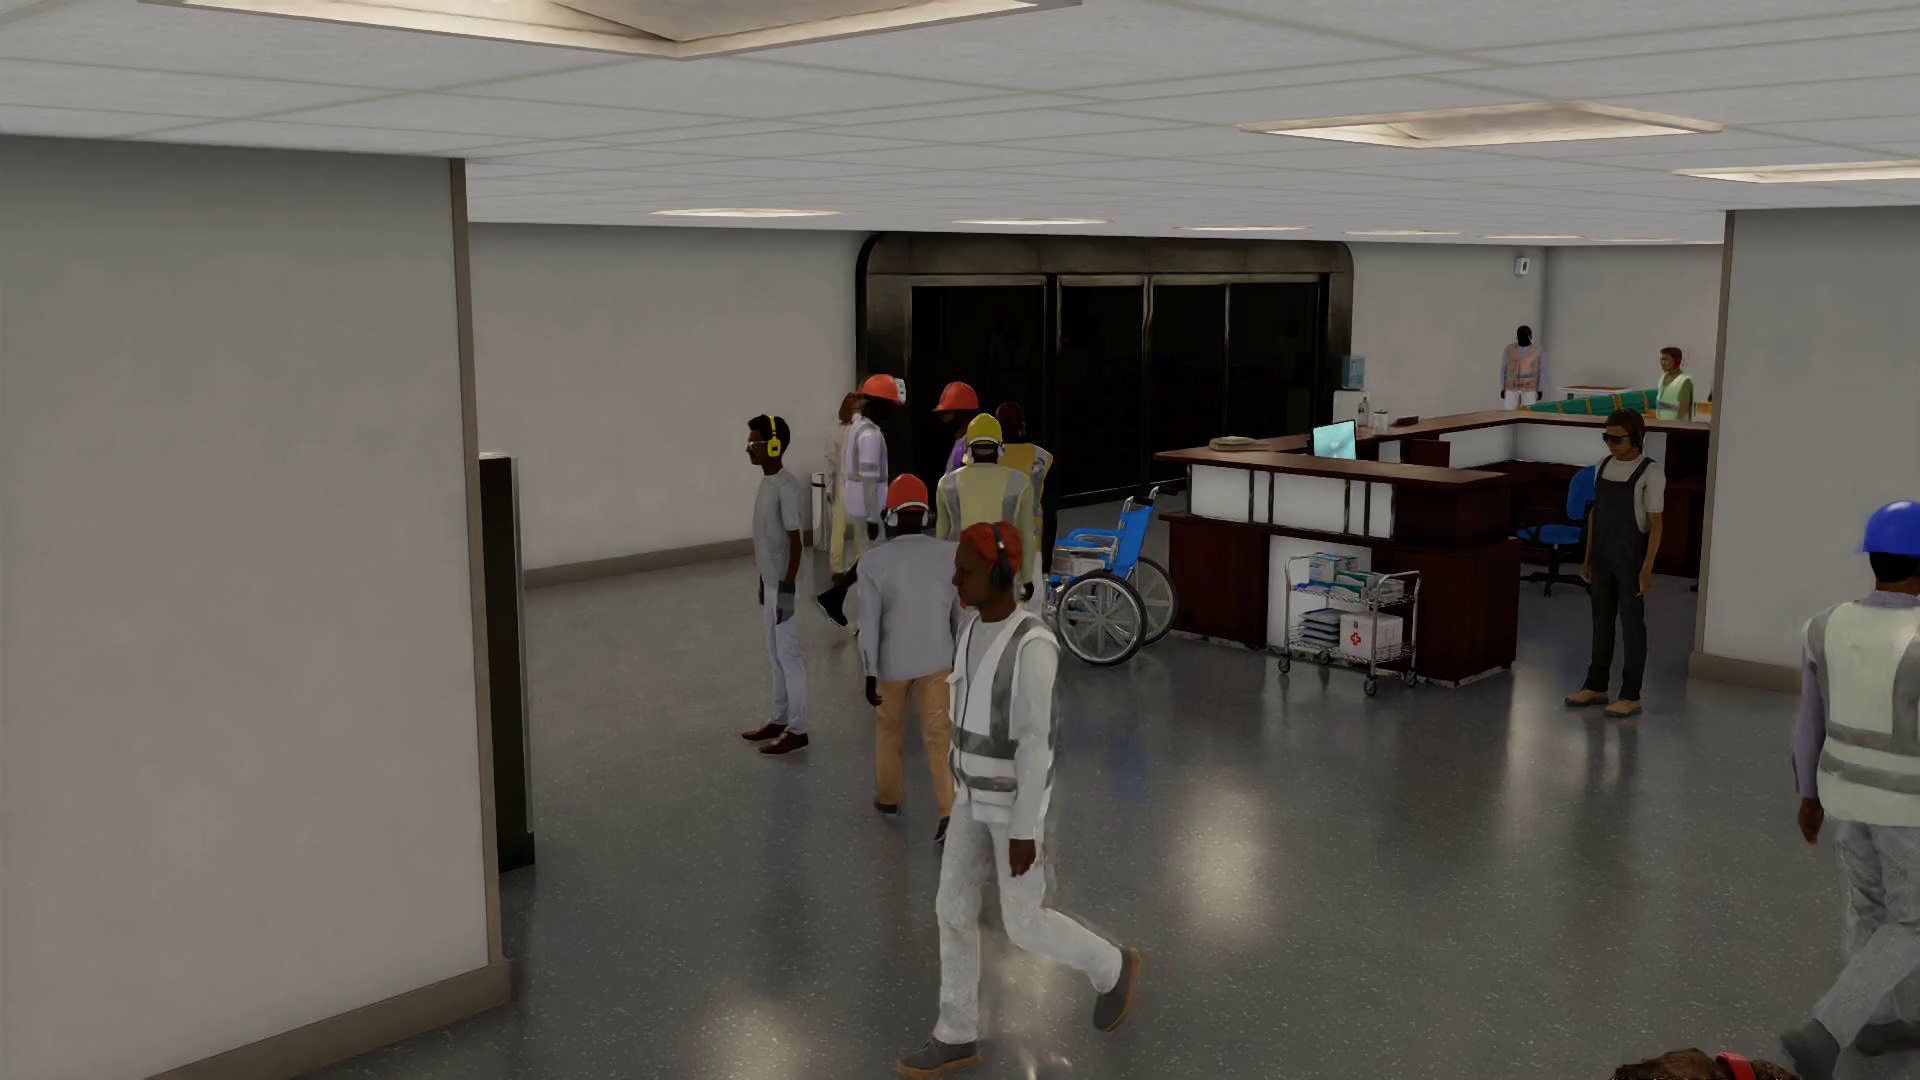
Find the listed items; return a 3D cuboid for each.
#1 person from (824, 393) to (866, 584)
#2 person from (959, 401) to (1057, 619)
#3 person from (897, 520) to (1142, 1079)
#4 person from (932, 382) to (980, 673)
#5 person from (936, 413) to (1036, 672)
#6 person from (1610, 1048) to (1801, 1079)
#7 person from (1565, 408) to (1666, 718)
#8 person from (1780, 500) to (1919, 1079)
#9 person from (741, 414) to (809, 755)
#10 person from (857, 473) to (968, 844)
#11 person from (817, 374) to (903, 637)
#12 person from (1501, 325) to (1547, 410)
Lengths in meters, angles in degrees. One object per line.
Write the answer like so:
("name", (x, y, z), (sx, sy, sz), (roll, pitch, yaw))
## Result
("person", (-0.906, -0.433, 14.046), (0.504, 1.627, 0.285), (-4, 10, -24))
("person", (0.299, 0.046, 10.487), (0.622, 1.835, 0.431), (0, 9, 1))
("person", (0.200, 0.846, 5.500), (0.797, 1.857, 0.576), (-5, 11, -30))
("person", (0.002, -0.047, 10.757), (0.404, 1.930, 0.556), (1, 9, 5))
("person", (0.153, 0.177, 9.702), (0.591, 1.826, 0.404), (2, 9, 11))
("person", (0.866, 1.449, 1.859), (0.376, 1.834, 0.565), (2, 9, 13))
("person", (3.925, 0.132, 9.911), (0.345, 1.840, 0.504), (-5, 10, -26))
("person", (2.964, 0.831, 5.366), (0.831, 1.923, 0.626), (-3, 10, -20))
("person", (-1.013, 0.243, 9.136), (0.332, 1.872, 0.514), (-4, 10, -21))
("person", (-0.203, 0.548, 7.784), (0.571, 1.718, 0.880), (-3, 10, -17))
("person", (-0.682, -0.233, 11.919), (0.565, 1.912, 0.581), (-2, 9, -10))
("person", (8.174, -2.199, 24.203), (0.624, 1.844, 0.430), (6, 11, 31))
